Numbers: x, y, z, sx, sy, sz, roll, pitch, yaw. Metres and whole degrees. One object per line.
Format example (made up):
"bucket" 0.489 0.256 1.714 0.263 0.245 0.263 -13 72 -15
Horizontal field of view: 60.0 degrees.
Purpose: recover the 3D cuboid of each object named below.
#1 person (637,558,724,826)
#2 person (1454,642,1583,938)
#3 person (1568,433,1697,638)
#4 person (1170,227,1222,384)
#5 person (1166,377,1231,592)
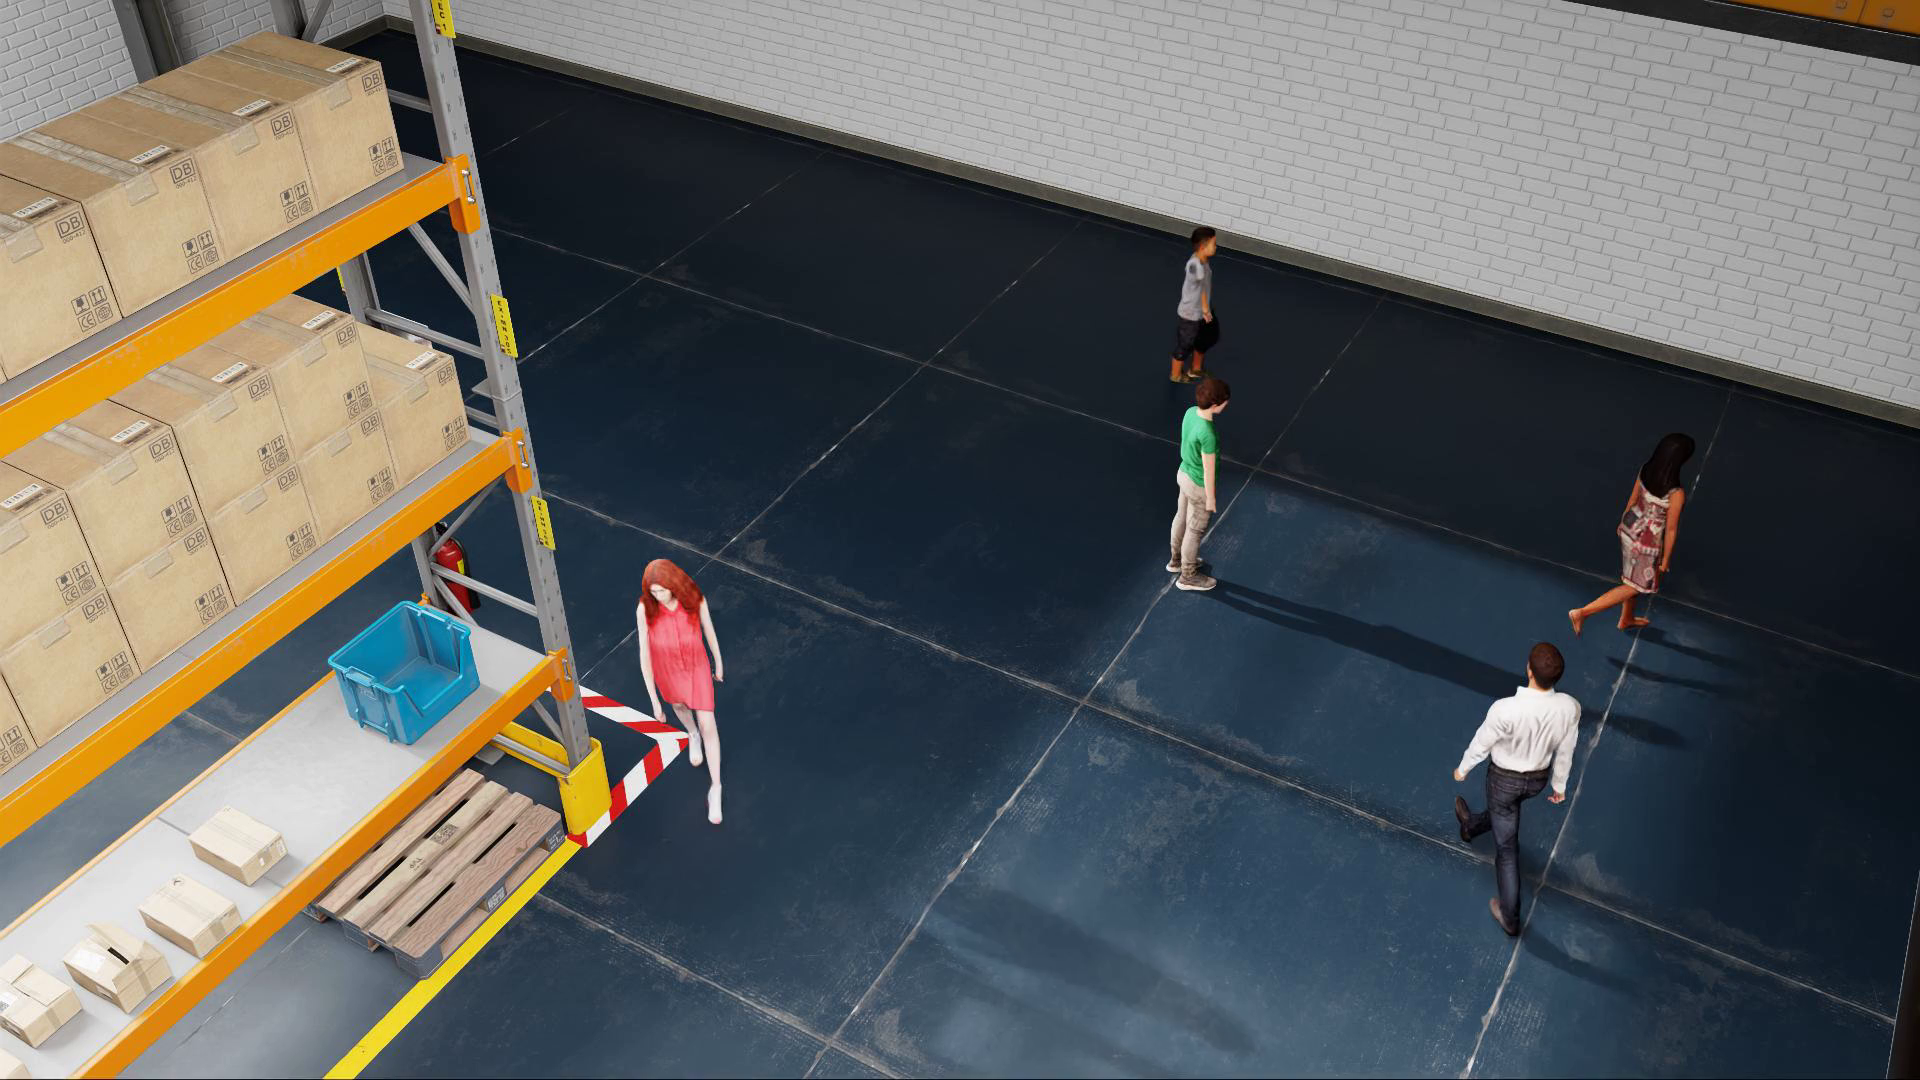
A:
"person" -1.667 0.746 9.867 1.023 1.783 1.112 -7 39 -9
"person" 3.056 1.392 9.027 1.168 1.822 1.284 -6 39 -8
"person" 4.408 0.014 10.911 1.040 1.624 0.982 -9 40 -11
"person" 1.843 -1.930 13.491 0.666 1.442 0.591 13 40 15
"person" 1.617 -0.395 11.401 0.720 1.652 0.651 -7 39 -9
